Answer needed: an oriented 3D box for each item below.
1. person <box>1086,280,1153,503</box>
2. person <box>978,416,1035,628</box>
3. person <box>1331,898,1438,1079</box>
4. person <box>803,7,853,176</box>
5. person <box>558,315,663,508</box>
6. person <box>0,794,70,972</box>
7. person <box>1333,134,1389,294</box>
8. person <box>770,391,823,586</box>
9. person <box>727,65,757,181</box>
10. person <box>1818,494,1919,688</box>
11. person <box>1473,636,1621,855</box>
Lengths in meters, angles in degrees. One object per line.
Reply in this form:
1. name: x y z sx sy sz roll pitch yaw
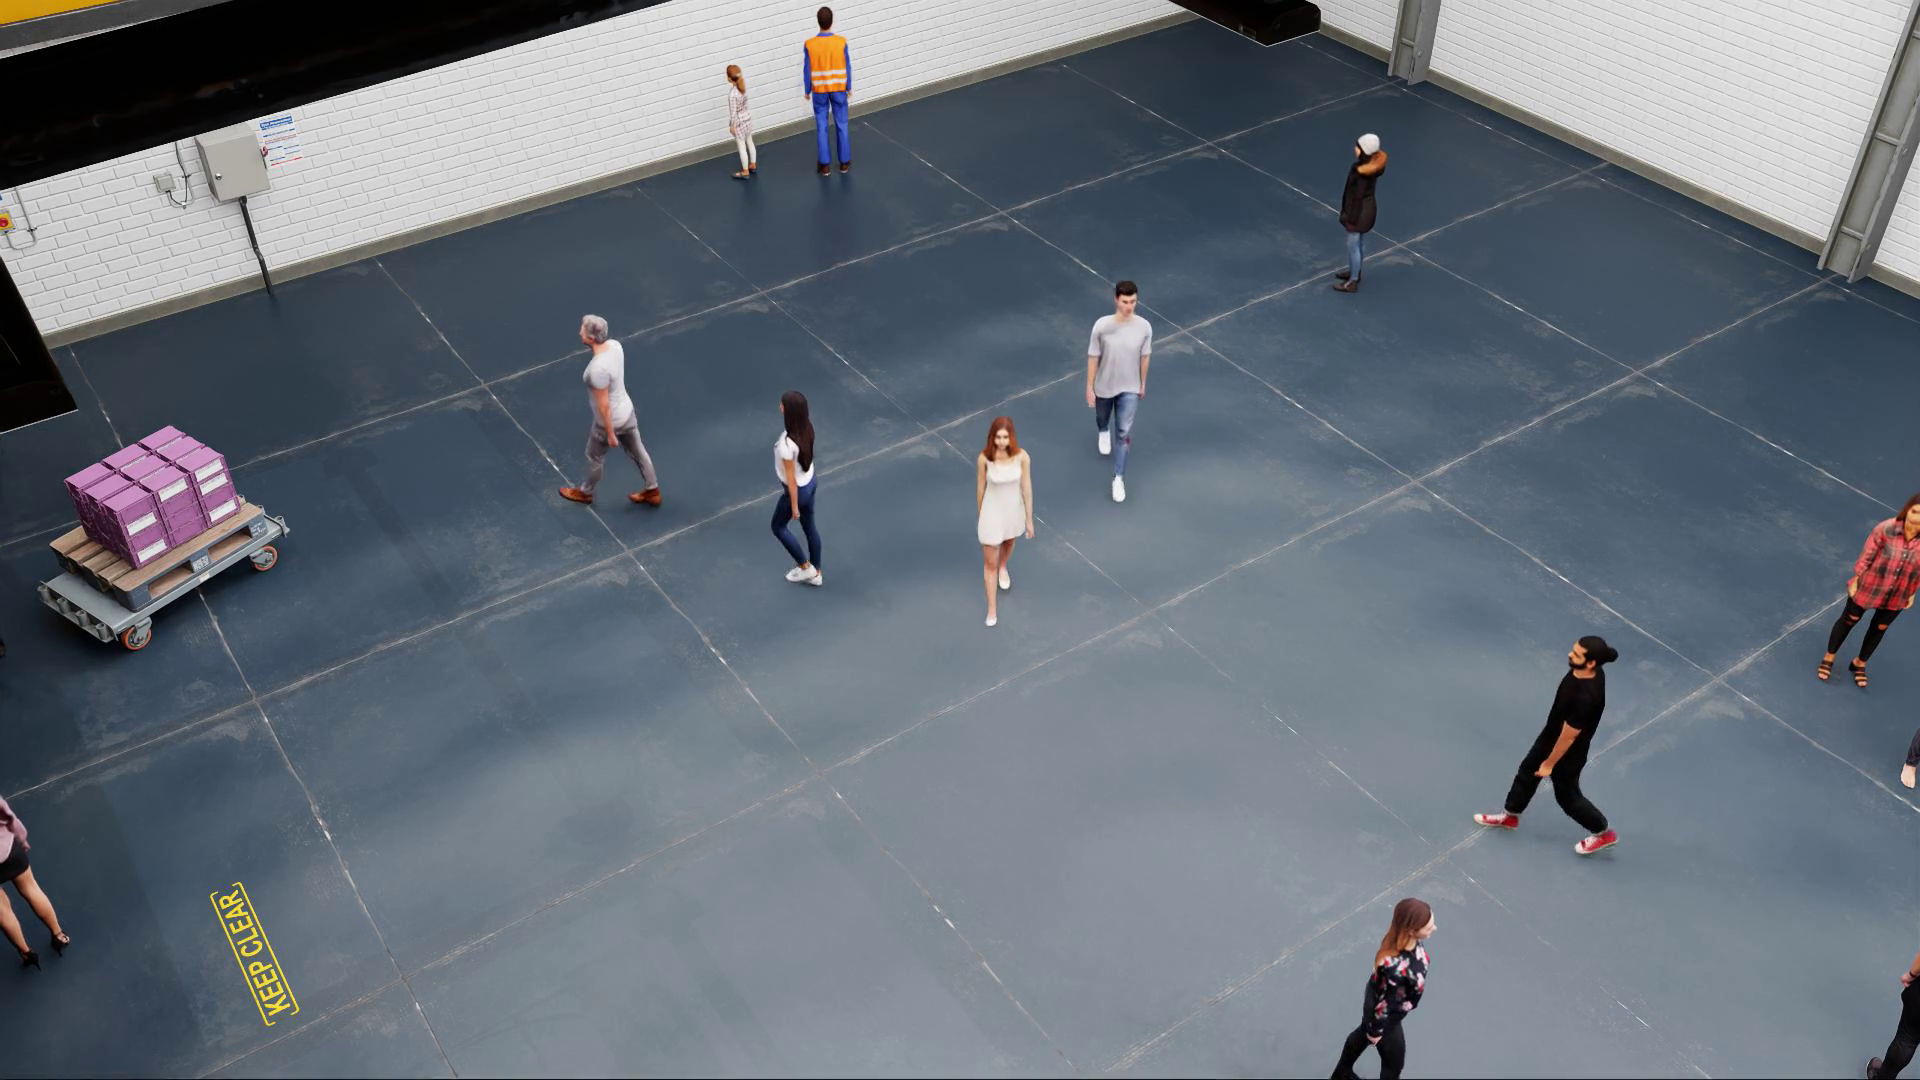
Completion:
1. person: 1.289 -1.340 13.834 1.147 1.840 1.302 0 39 0
2. person: 0.330 -0.270 12.626 0.936 1.674 1.119 -2 39 -3
3. person: 2.269 2.532 9.125 0.969 1.664 0.862 15 41 18
4. person: -1.445 -4.948 18.334 0.785 1.862 0.772 -6 39 -7
5. person: -2.703 -0.980 13.421 1.192 1.792 1.124 7 39 8
6. person: -5.711 1.891 9.810 0.639 1.811 0.545 -28 46 -30
7. person: 3.939 -3.220 16.355 0.768 1.631 0.729 12 40 14
8. person: -1.142 -0.353 12.659 0.742 1.763 0.705 14 41 16
9. person: -2.418 -4.631 18.379 0.617 1.310 0.600 17 41 20
10. person: 6.575 0.340 11.843 0.673 1.698 0.762 12 40 15
11. person: 3.935 1.333 10.569 1.195 1.737 1.116 7 39 8
